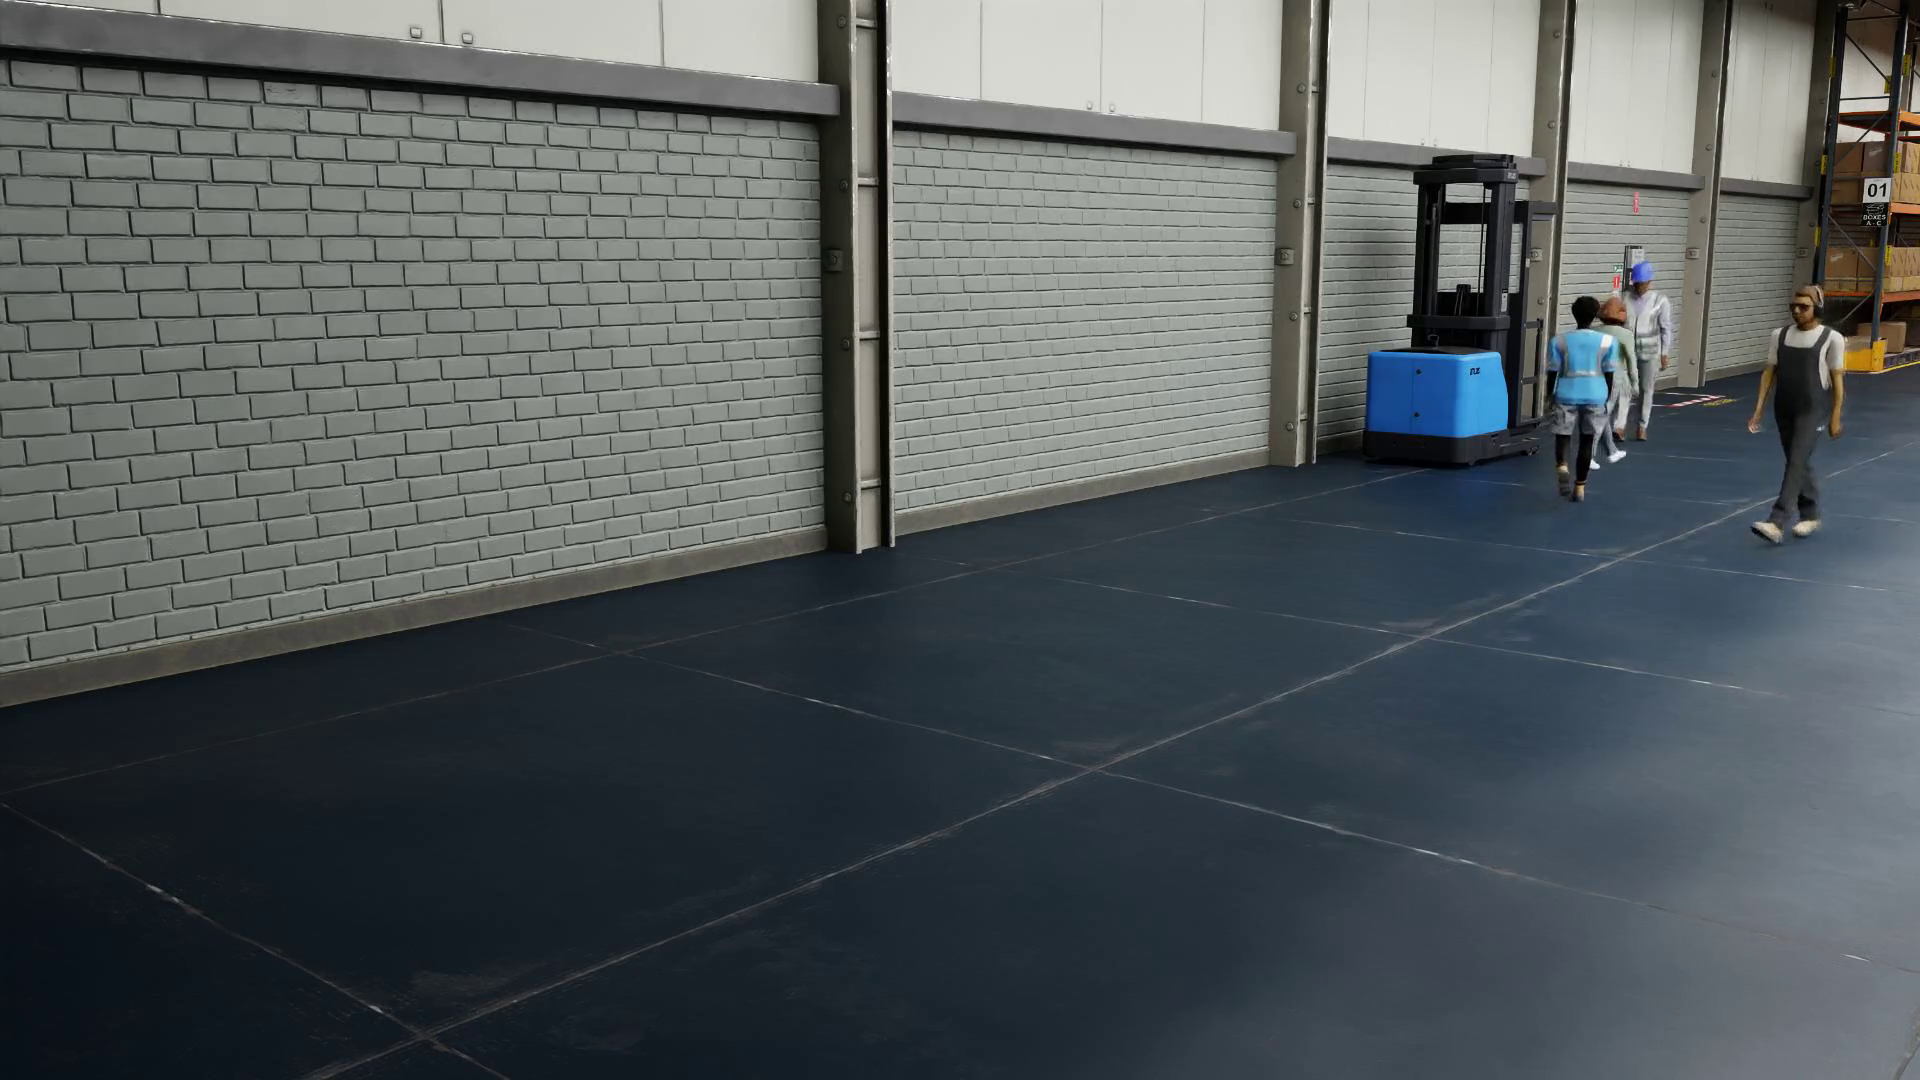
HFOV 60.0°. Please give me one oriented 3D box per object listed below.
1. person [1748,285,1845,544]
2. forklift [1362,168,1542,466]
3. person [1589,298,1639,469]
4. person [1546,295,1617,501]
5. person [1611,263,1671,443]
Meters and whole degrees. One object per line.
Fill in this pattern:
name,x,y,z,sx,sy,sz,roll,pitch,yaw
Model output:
person,5.870,-0.884,11.692,0.980,1.792,0.509,-7,12,-33
forklift,4.875,-2.212,16.287,1.129,2.768,1.873,8,13,40
person,6.108,-1.474,15.644,0.871,1.583,0.527,-7,12,-35
person,5.010,-1.133,13.443,0.540,1.681,0.583,3,10,18
person,7.163,-1.964,17.566,0.635,1.878,1.014,6,12,32
